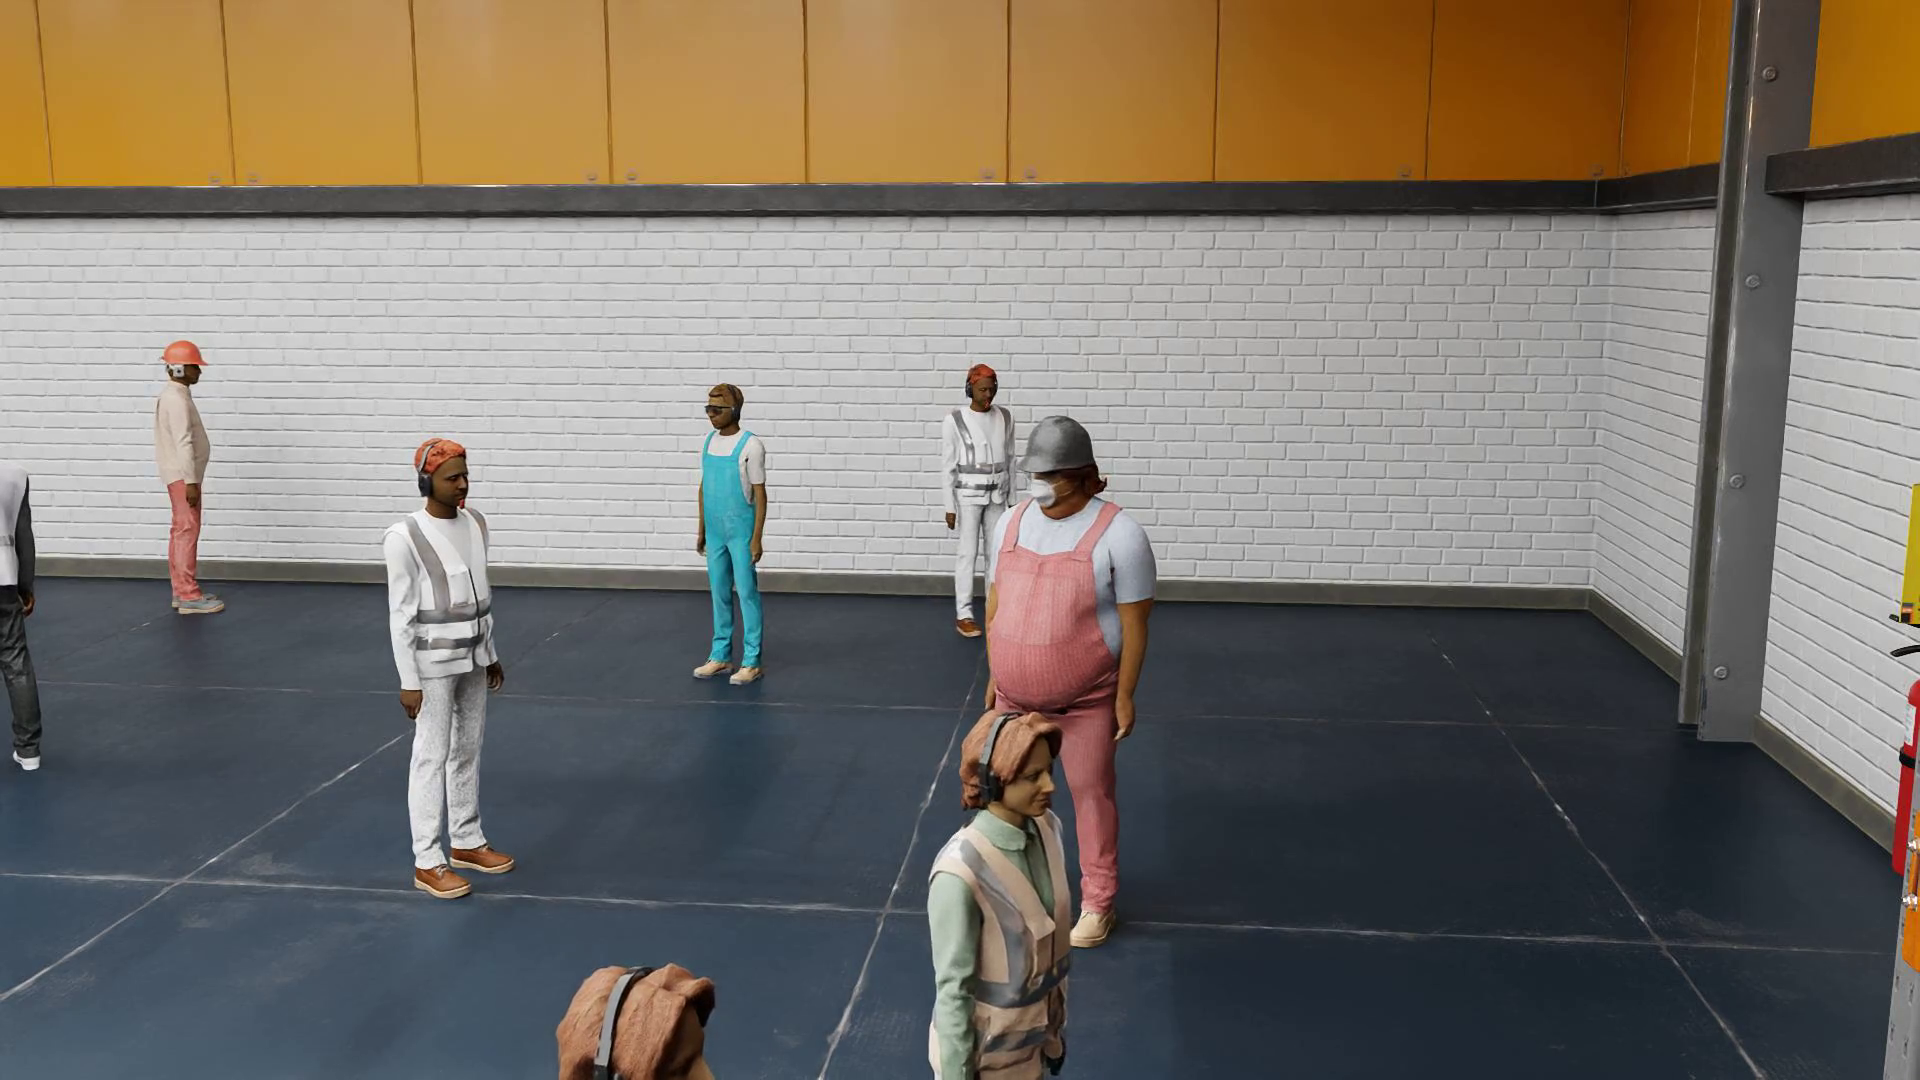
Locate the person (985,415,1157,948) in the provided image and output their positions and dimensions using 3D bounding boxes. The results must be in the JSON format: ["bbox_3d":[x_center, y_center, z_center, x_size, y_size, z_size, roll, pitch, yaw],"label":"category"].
[{"bbox_3d":[0.361,0.533,6.361,0.689,2.000,0.539,6,12,31],"label":"person"}]

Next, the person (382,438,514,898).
[{"bbox_3d":[-2.114,0.517,6.898,0.342,1.882,0.587,4,11,22],"label":"person"}]

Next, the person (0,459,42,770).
[{"bbox_3d":[-4.911,0.258,8.306,0.397,1.913,0.587,8,13,37],"label":"person"}]

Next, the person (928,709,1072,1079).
[{"bbox_3d":[0.092,1.181,3.799,0.315,1.640,0.515,5,11,28],"label":"person"}]

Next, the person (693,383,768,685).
[{"bbox_3d":[-1.414,-0.039,10.192,0.514,1.845,0.338,7,12,33],"label":"person"}]

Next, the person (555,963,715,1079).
[{"bbox_3d":[-0.469,1.412,2.472,0.311,1.642,0.513,2,10,9],"label":"person"}]

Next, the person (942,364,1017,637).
[{"bbox_3d":[0.142,-0.272,11.440,0.586,1.879,0.357,-6,12,-32],"label":"person"}]

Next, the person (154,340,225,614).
[{"bbox_3d":[-5.664,-0.463,12.201,0.396,1.990,0.622,-6,12,-31],"label":"person"}]
